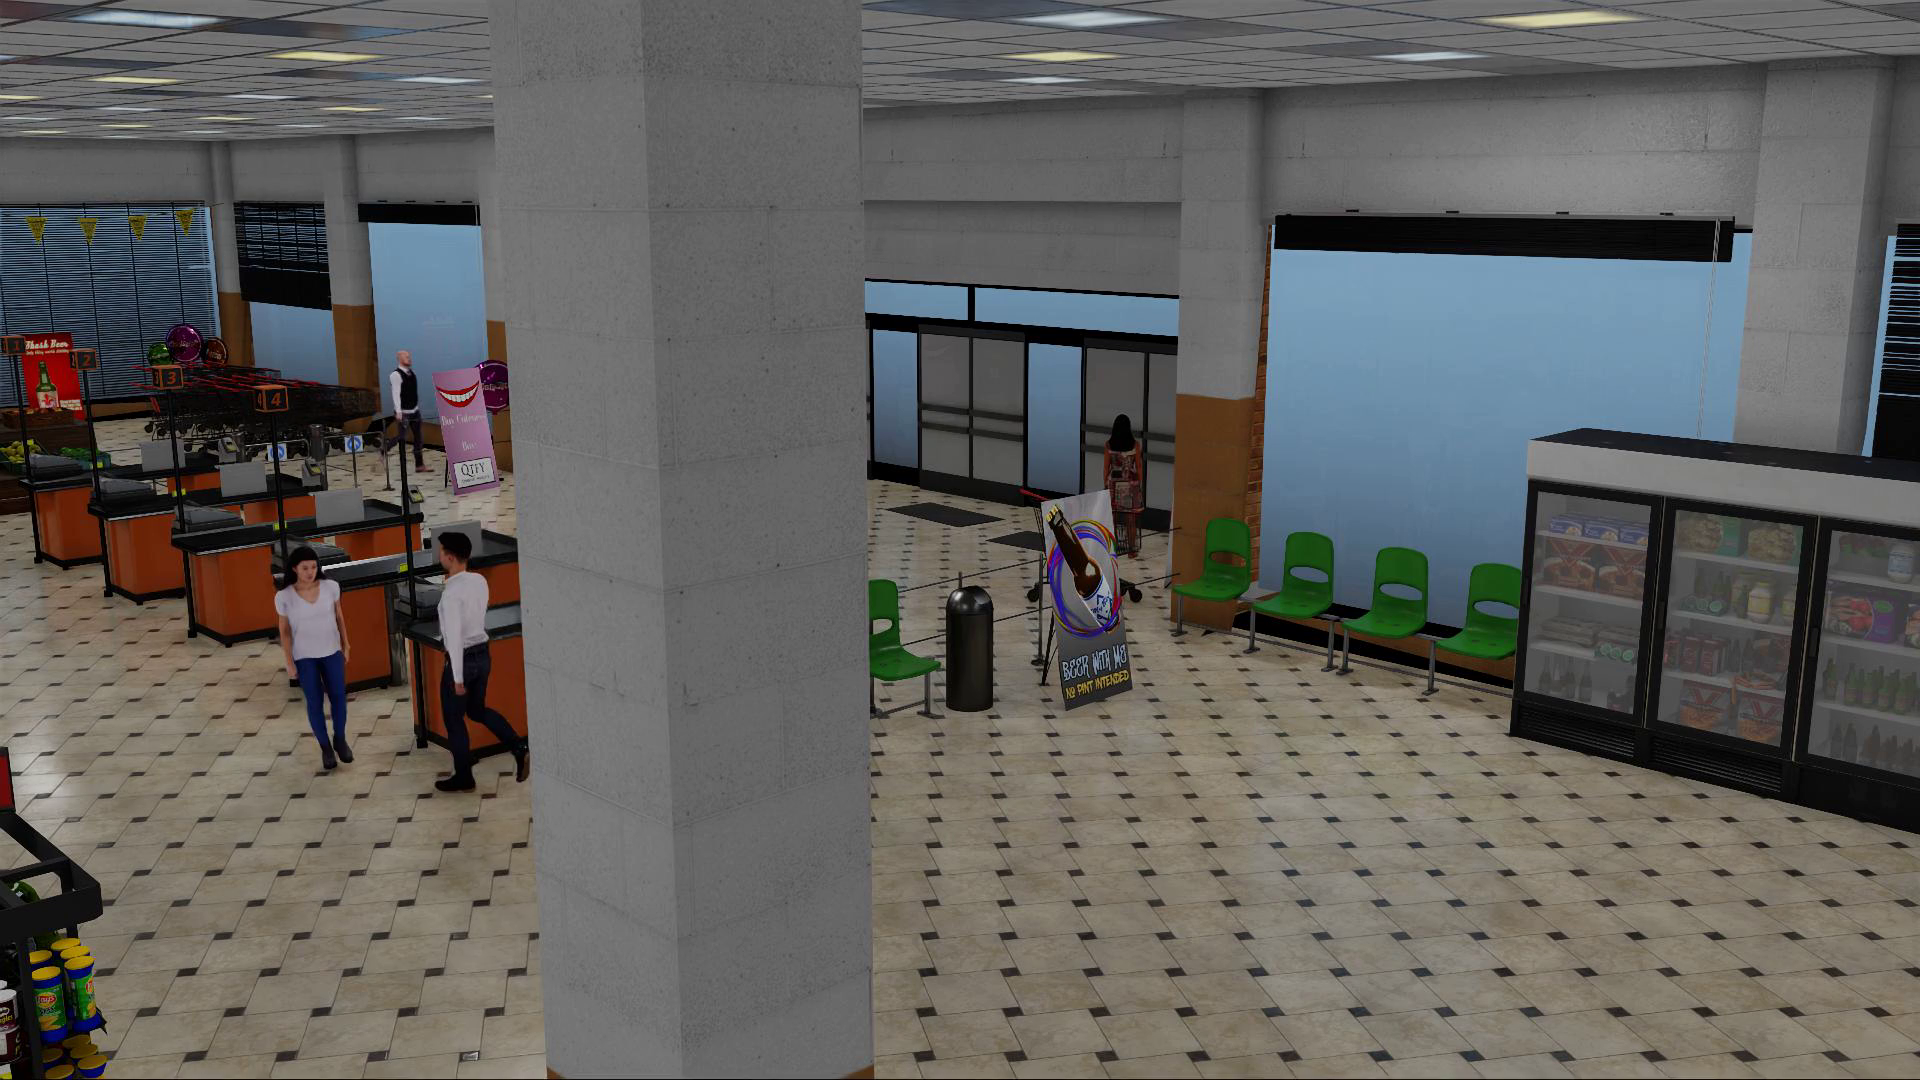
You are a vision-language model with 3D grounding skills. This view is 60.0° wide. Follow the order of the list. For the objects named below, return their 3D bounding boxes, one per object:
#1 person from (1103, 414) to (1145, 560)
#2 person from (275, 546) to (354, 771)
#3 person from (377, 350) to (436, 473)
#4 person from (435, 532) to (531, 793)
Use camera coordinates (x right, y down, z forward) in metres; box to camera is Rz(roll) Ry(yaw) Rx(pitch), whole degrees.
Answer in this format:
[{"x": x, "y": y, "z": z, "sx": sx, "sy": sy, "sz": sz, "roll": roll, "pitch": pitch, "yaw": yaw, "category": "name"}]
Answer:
[{"x": 1.838, "y": -0.613, "z": 18.871, "sx": 0.723, "sy": 1.645, "sz": 0.739, "roll": 2, "pitch": 12, "yaw": 9, "category": "person"}, {"x": -4.638, "y": 0.845, "z": 11.924, "sx": 0.602, "sy": 1.655, "sz": 0.760, "roll": -8, "pitch": 14, "yaw": -34, "category": "person"}, {"x": -8.199, "y": -1.867, "z": 24.450, "sx": 1.124, "sy": 1.801, "sz": 1.170, "roll": 3, "pitch": 12, "yaw": 12, "category": "person"}, {"x": -3.290, "y": 0.857, "z": 11.389, "sx": 0.950, "sy": 1.851, "sz": 1.023, "roll": 4, "pitch": 12, "yaw": 17, "category": "person"}]
